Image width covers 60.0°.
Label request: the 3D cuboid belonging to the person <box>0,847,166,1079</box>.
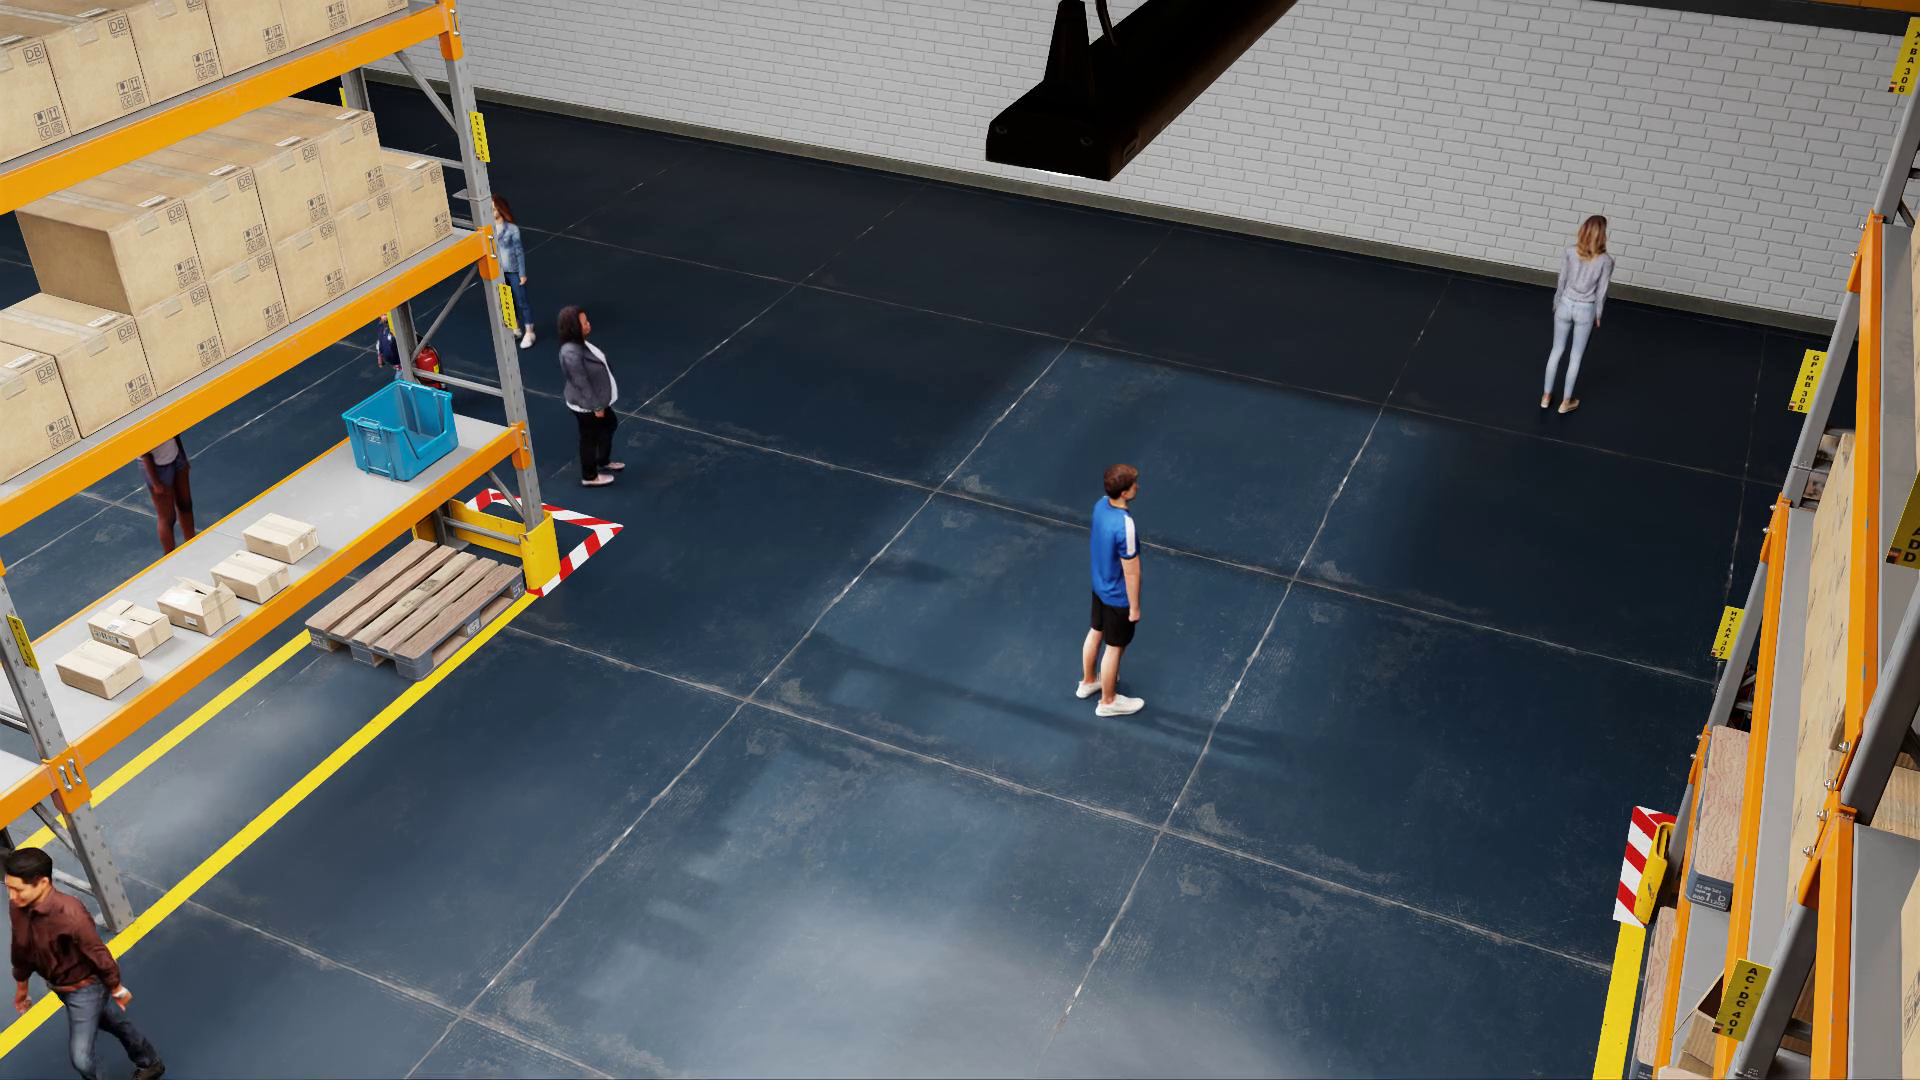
[{"bbox_3d":[-4.289,2.134,8.231,0.684,1.758,0.845,18,38,25],"label":"person"}]

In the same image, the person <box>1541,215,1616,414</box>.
[{"bbox_3d":[5.314,-1.954,14.348,0.629,1.795,0.567,23,40,31],"label":"person"}]

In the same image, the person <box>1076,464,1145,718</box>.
[{"bbox_3d":[0.997,0.310,10.879,0.802,1.865,0.756,-14,36,-20],"label":"person"}]

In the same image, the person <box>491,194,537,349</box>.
[{"bbox_3d":[-4.197,-2.522,15.491,0.577,1.475,0.512,12,35,17],"label":"person"}]

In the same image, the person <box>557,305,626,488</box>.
[{"bbox_3d":[-3.047,-1.123,13.287,0.855,1.585,0.776,-6,34,-9],"label":"person"}]
